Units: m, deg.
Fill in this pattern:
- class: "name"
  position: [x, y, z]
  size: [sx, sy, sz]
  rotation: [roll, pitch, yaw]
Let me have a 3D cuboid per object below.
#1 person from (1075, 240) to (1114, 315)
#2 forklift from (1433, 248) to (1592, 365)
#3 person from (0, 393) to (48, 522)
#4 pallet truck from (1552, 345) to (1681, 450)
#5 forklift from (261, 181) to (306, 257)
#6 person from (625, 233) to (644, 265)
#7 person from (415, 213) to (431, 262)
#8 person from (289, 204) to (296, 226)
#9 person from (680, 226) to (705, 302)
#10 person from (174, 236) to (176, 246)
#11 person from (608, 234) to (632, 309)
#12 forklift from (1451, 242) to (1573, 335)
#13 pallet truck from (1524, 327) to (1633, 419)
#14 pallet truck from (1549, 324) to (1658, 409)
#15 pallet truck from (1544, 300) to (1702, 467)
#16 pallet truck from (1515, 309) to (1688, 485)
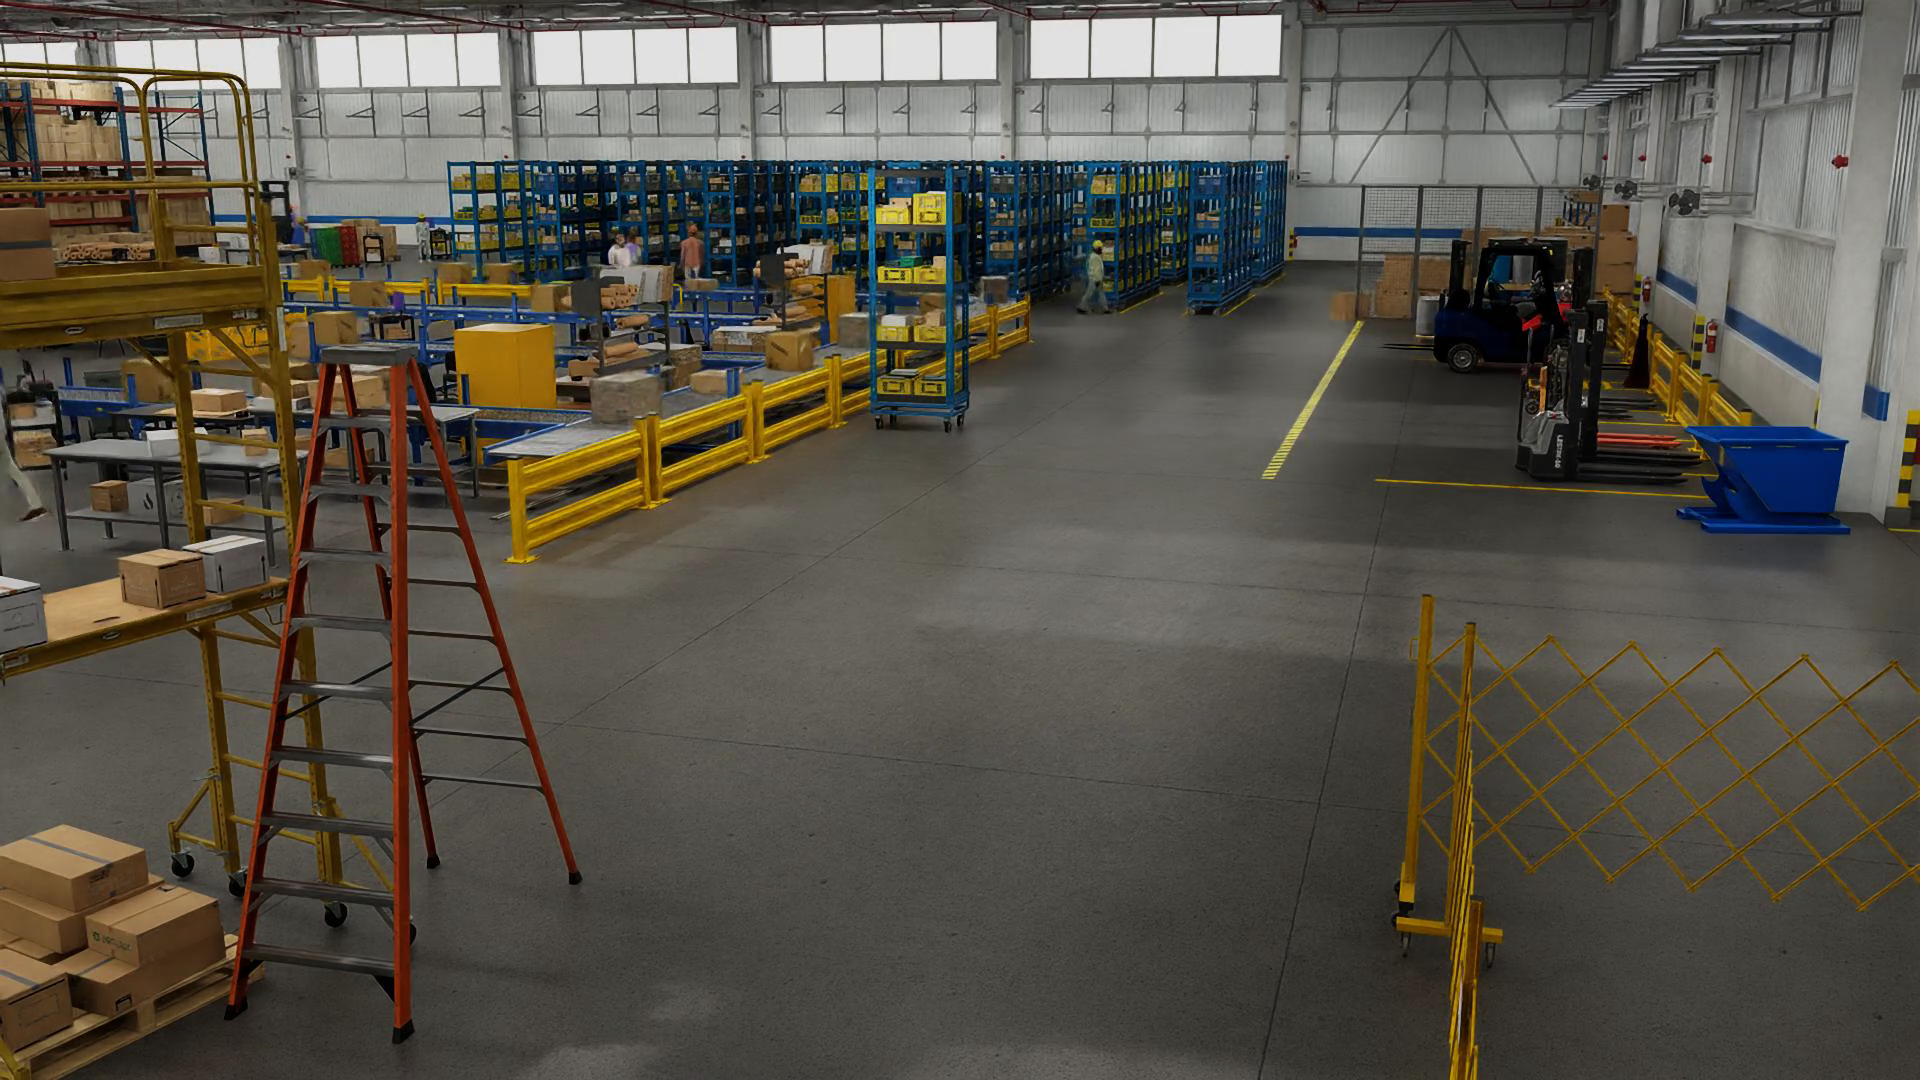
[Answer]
- class: "person"
  position: [3.204, -6.274, 39.772]
  size: [0.925, 1.800, 0.594]
  rotation: [3, 13, 13]
- class: "forklift"
  position: [9.780, -4.111, 29.280]
  size: [2.680, 1.987, 1.157]
  rotation: [3, 13, 14]
- class: "person"
  position: [-10.009, -1.057, 17.180]
  size: [0.995, 1.830, 0.508]
  rotation: [0, 13, -1]
- class: "pallet truck"
  position: [8.641, -1.896, 21.908]
  size: [1.630, 1.274, 0.653]
  rotation: [4, 14, 16]
- class: "forklift"
  position: [-25.545, -12.051, 62.329]
  size: [1.129, 2.768, 1.873]
  rotation: [2, 13, 7]
- class: "person"
  position: [-8.414, -6.989, 42.807]
  size: [0.582, 1.807, 0.869]
  rotation: [10, 17, 38]
- class: "person"
  position: [-19.117, -10.756, 59.243]
  size: [0.485, 1.734, 0.348]
  rotation: [-7, 15, -28]
- class: "person"
  position: [-25.888, -11.986, 64.158]
  size: [0.771, 1.907, 0.585]
  rotation: [2, 13, 9]
- class: "person"
  position: [-6.991, -7.224, 43.528]
  size: [0.642, 1.932, 1.037]
  rotation: [-2, 13, -9]
- class: "person"
  position: [-24.565, -9.041, 51.404]
  size: [0.611, 1.935, 0.414]
  rotation: [-8, 15, -32]
- class: "person"
  position: [-8.150, -6.412, 40.114]
  size: [0.401, 1.904, 0.649]
  rotation: [8, 15, 32]
- class: "forklift"
  position: [10.464, -4.597, 31.405]
  size: [2.680, 1.987, 1.157]
  rotation: [4, 14, 16]
- class: "pallet truck"
  position: [9.065, -2.460, 24.370]
  size: [1.522, 1.261, 0.704]
  rotation: [3, 13, 14]
- class: "pallet truck"
  position: [9.824, -2.669, 25.407]
  size: [1.601, 1.201, 0.680]
  rotation: [4, 14, 16]
- class: "pallet truck"
  position: [8.263, -1.952, 20.631]
  size: [1.885, 1.965, 0.823]
  rotation: [5, 14, 20]
- class: "pallet truck"
  position: [7.554, -1.677, 19.446]
  size: [1.885, 1.965, 0.823]
  rotation: [3, 13, 14]
